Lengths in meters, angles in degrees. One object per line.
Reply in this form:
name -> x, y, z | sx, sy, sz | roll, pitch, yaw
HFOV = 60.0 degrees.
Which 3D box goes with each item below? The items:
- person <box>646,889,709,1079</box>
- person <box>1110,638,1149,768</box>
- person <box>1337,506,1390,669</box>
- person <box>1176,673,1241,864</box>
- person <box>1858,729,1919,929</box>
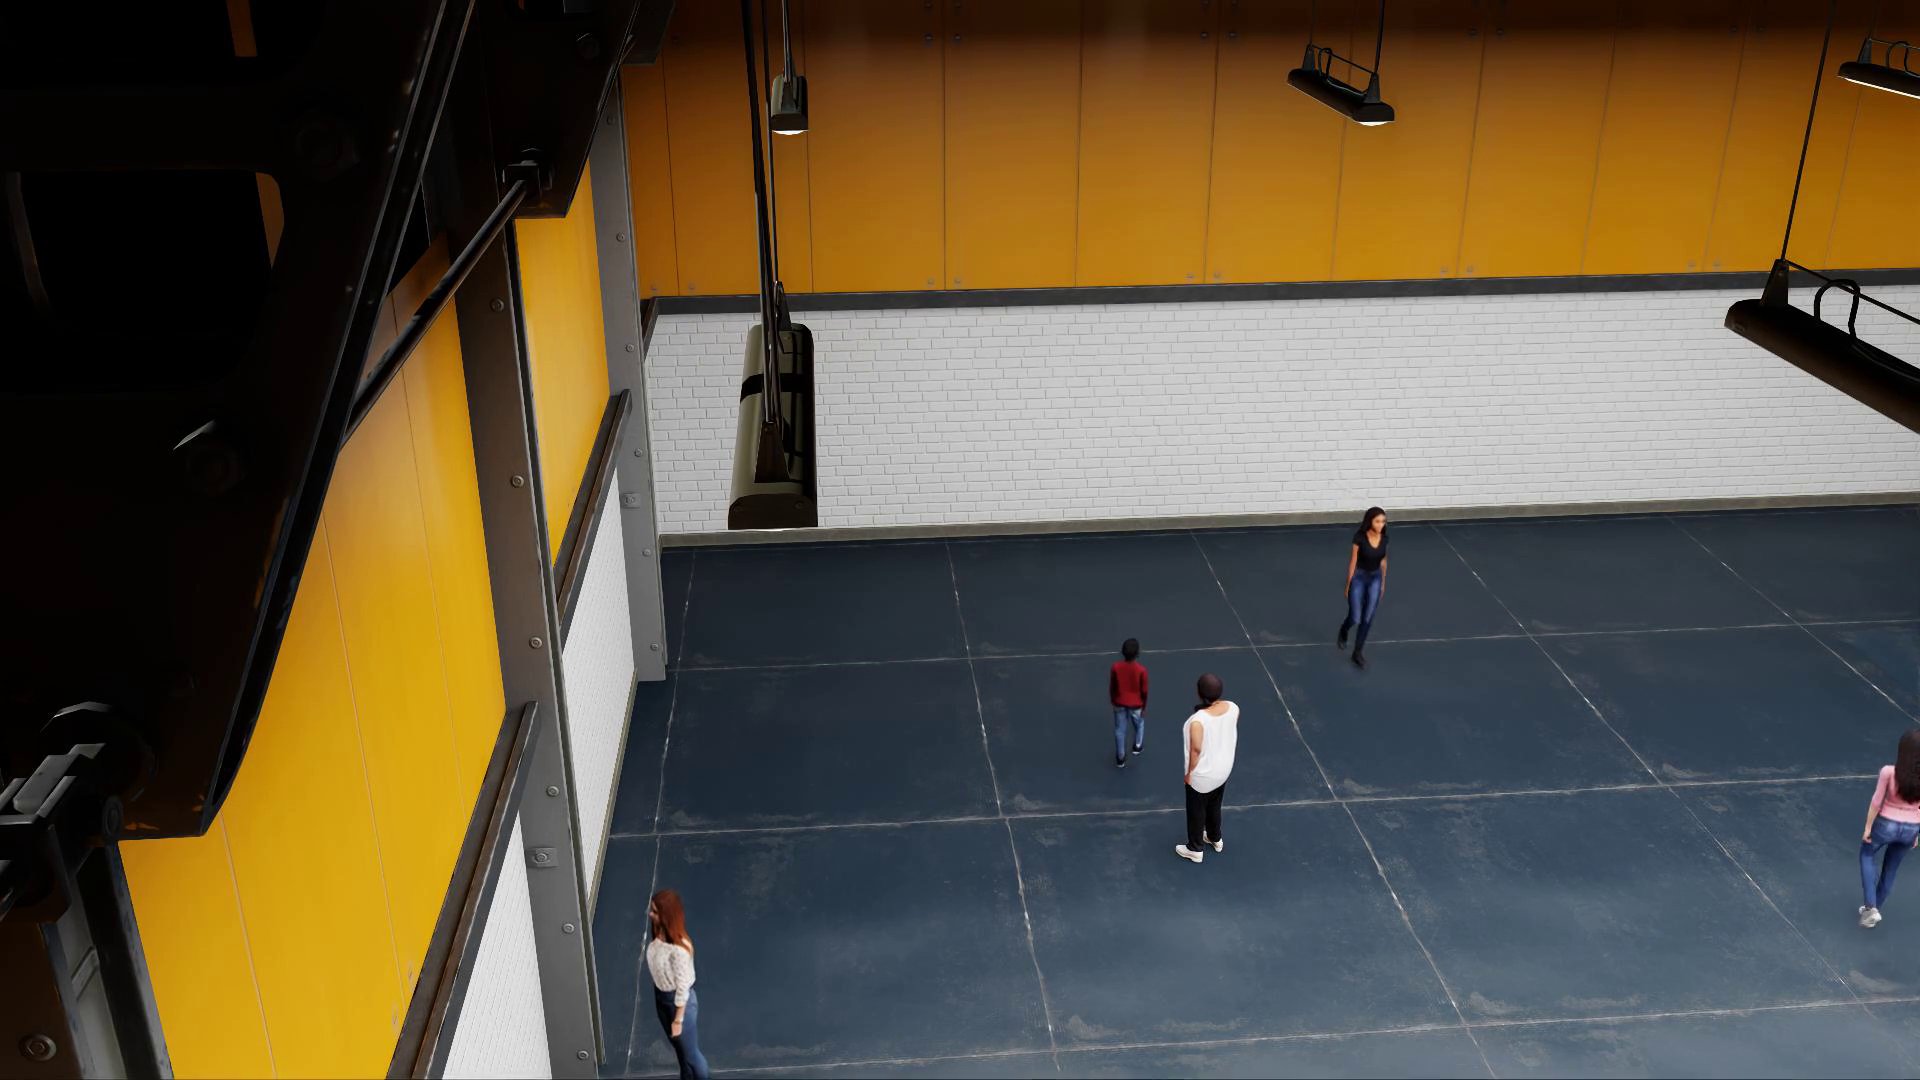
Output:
person -> -1.856, 3.035, 10.950 | 0.715, 1.728, 0.605 | -15, 28, -31
person -> 1.518, 1.494, 15.082 | 0.598, 1.243, 0.718 | 4, 24, 10
person -> 4.067, 0.433, 16.902 | 0.633, 1.728, 0.770 | -6, 24, -13
person -> 2.020, 1.851, 13.709 | 0.762, 1.688, 0.781 | -17, 29, -33
person -> 7.159, 2.258, 12.718 | 0.706, 1.735, 0.821 | 7, 24, 15
